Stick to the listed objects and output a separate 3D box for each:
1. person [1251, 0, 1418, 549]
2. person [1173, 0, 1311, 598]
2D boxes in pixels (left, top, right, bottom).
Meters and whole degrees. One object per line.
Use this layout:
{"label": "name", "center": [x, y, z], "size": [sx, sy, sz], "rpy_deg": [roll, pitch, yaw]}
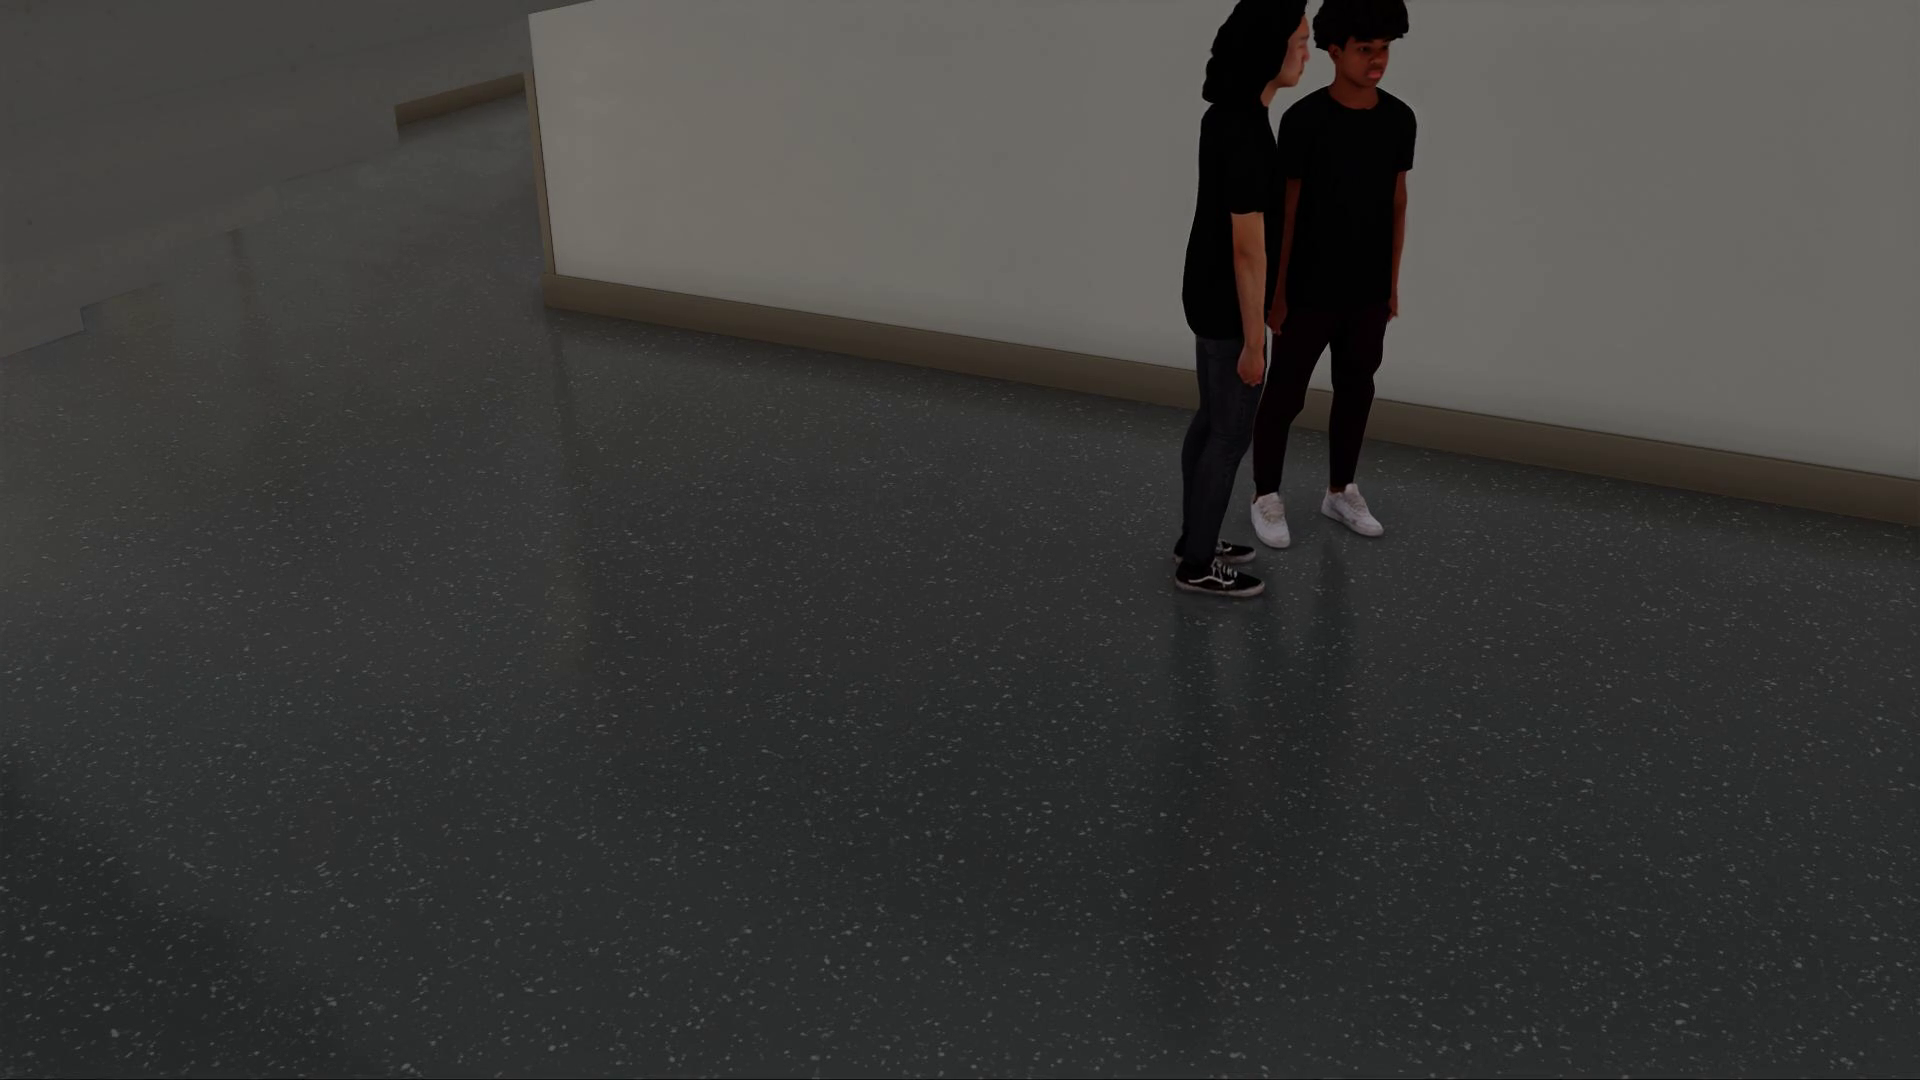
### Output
{"label": "person", "center": [1.192, -0.853, 5.303], "size": [0.692, 1.780, 0.764], "rpy_deg": [-7, 27, -14]}
{"label": "person", "center": [0.787, -0.705, 4.929], "size": [0.701, 1.825, 0.710], "rpy_deg": [-1, 26, -3]}
